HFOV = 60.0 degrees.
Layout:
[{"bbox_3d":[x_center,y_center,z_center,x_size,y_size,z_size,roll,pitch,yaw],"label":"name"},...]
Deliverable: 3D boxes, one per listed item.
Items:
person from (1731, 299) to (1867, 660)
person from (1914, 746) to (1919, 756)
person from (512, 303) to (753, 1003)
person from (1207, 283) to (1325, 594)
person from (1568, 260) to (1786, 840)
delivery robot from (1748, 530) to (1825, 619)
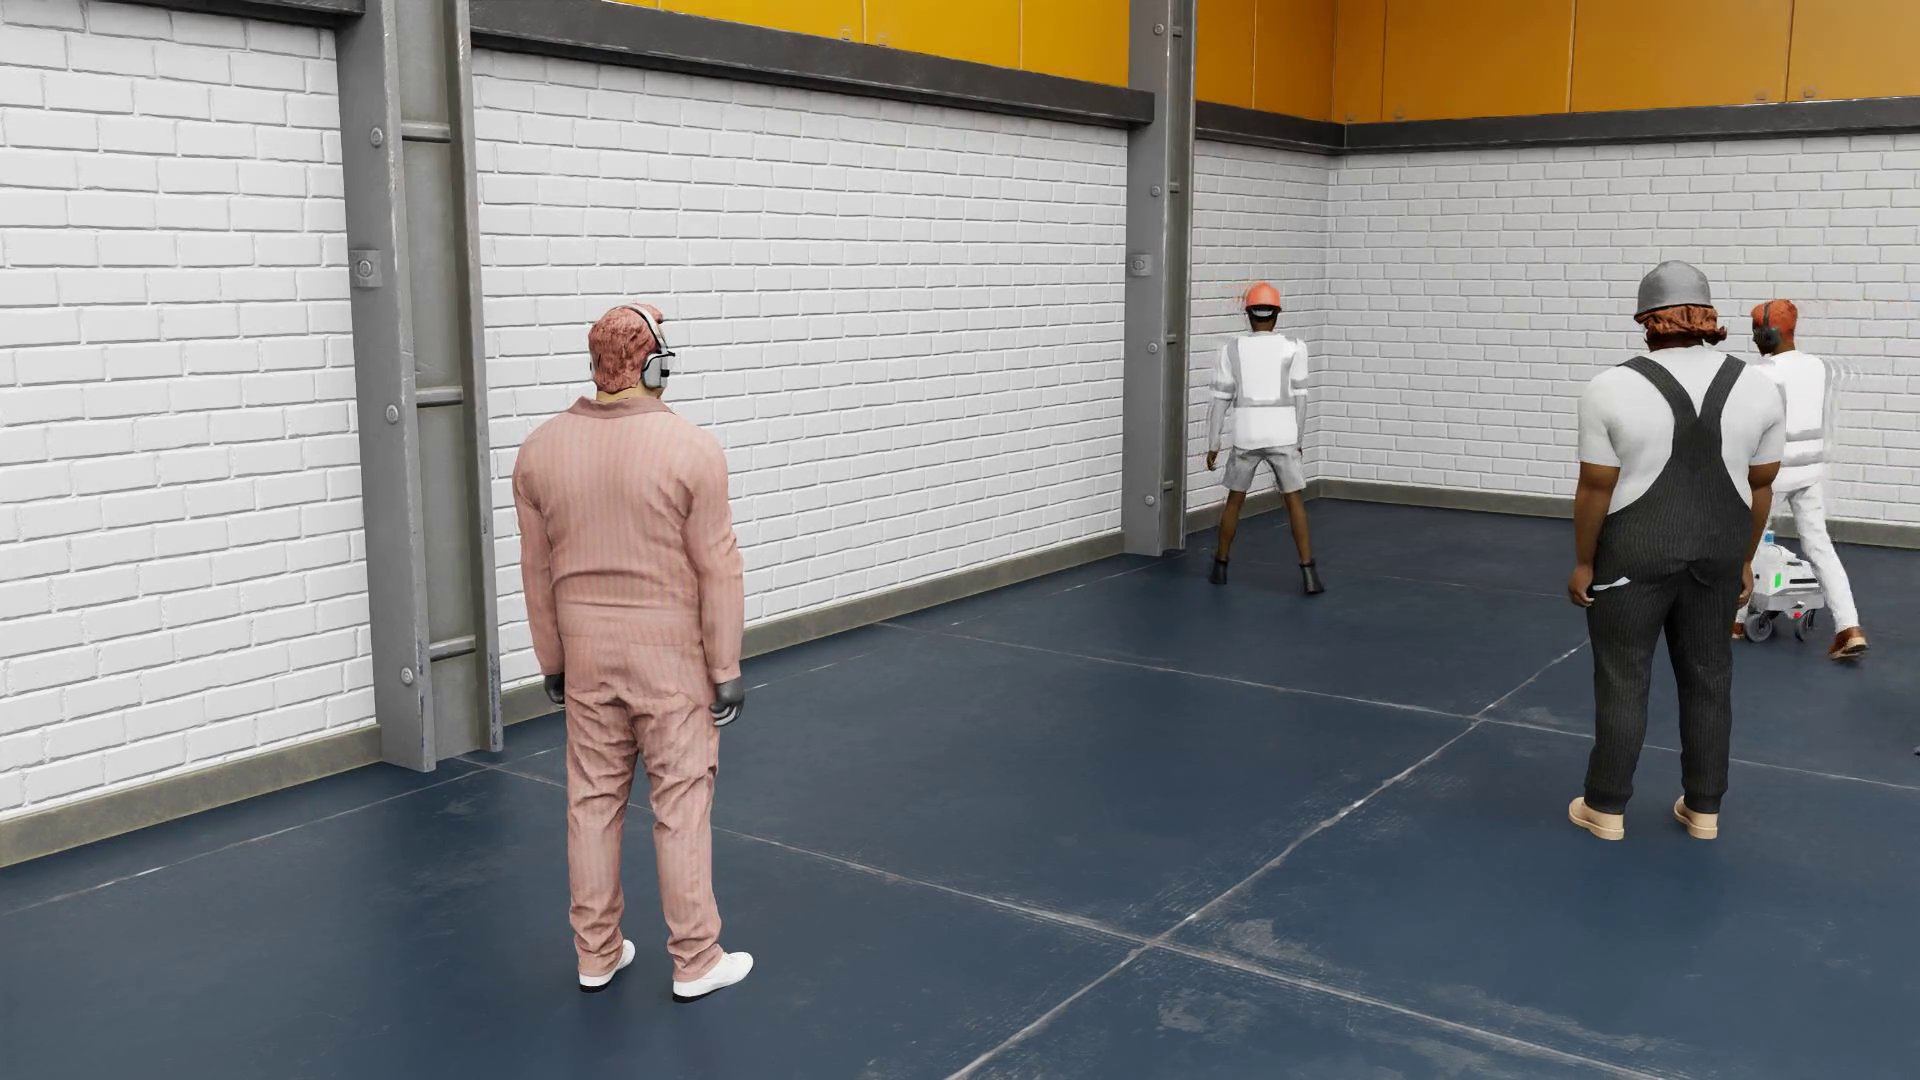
[{"bbox_3d":[4.274,-0.317,8.553,0.613,1.838,0.999,-3,10,-16],"label":"person"},{"bbox_3d":[4.336,0.017,6.850,0.810,1.735,0.524,-7,12,-37],"label":"person"},{"bbox_3d":[-0.869,0.316,4.557,0.638,1.909,0.408,3,10,17],"label":"person"},{"bbox_3d":[1.874,-0.617,10.214,0.770,1.888,0.558,3,10,19],"label":"person"},{"bbox_3d":[2.444,0.035,5.831,0.679,2.000,0.537,0,10,1],"label":"person"},{"bbox_3d":[4.365,0.187,9.060,0.477,0.478,0.707,-2,10,-11],"label":"delivery robot"}]
